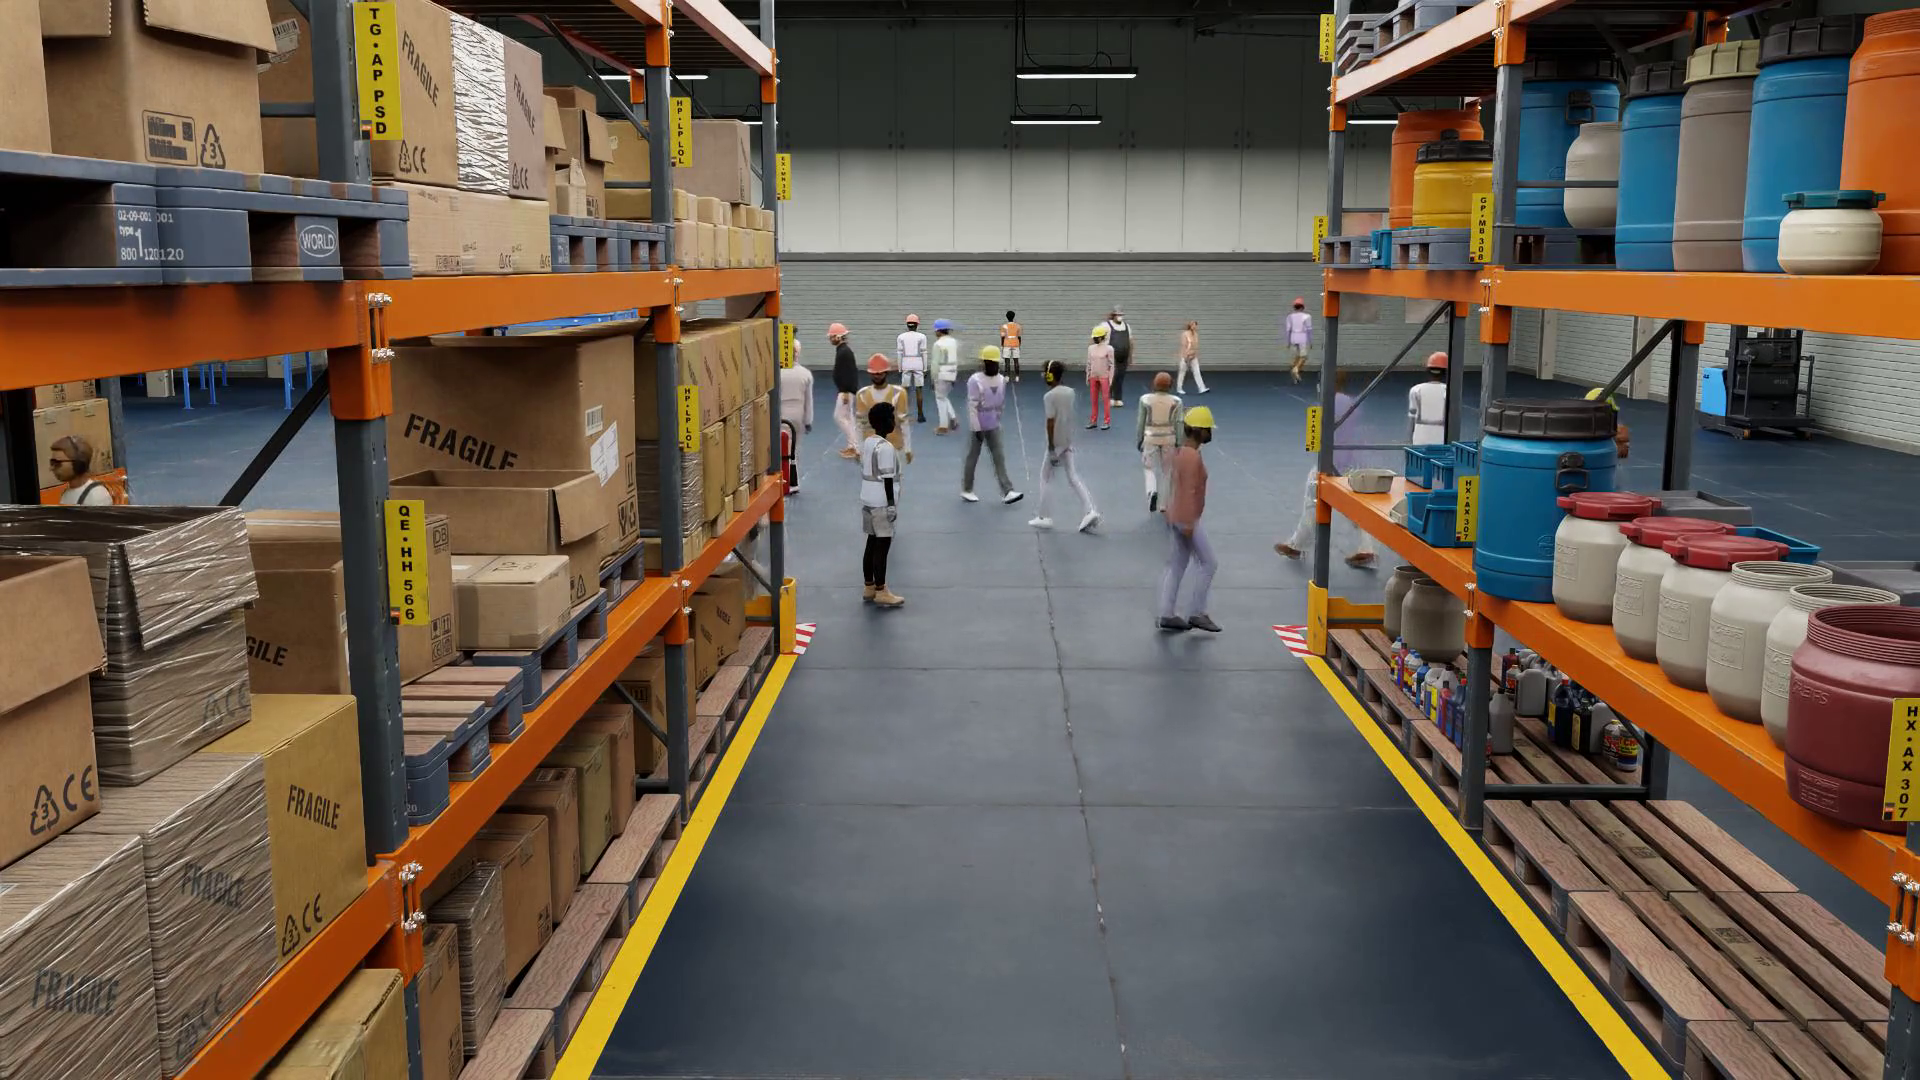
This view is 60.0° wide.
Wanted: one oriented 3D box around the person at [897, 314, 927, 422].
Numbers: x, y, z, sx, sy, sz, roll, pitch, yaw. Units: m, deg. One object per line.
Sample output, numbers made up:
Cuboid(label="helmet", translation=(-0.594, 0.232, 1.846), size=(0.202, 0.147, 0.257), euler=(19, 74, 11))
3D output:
Cuboid(label="person", translation=(-0.847, -3.084, 29.858), size=(0.542, 1.929, 0.368), euler=(1, 10, 8))

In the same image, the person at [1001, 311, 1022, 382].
Cuboid(label="person", translation=(1.219, -4.624, 39.760), size=(0.537, 1.698, 0.320), euler=(-3, 10, -17))

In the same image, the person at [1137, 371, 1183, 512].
Cuboid(label="person", translation=(2.272, -1.103, 18.907), size=(0.523, 1.619, 0.612), euler=(1, 9, 4))

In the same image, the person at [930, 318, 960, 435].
Cuboid(label="person", translation=(-0.283, -2.713, 27.626), size=(0.442, 1.927, 0.631), euler=(6, 11, 33))

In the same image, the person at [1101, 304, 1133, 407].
Cuboid(label="person", translation=(3.133, -3.639, 32.969), size=(0.704, 2.000, 0.561), euler=(-4, 10, -24))

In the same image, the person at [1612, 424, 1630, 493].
Cuboid(label="person", translation=(4.953, -0.092, 12.859), size=(0.459, 1.616, 0.515), euler=(0, 9, 0))

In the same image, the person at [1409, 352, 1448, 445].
Cuboid(label="person", translation=(5.080, -1.054, 17.796), size=(0.549, 1.899, 0.923), euler=(4, 10, 25))

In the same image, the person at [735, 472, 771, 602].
Cuboid(label="person", translation=(-1.631, -0.146, 13.138), size=(0.460, 1.625, 0.533), euler=(-3, 10, -16))

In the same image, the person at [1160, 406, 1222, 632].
Cuboid(label="person", translation=(1.837, -0.155, 12.843), size=(0.615, 1.743, 0.551), euler=(0, 9, 2))

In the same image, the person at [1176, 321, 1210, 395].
Cuboid(label="person", translation=(4.999, -3.925, 35.859), size=(0.538, 1.589, 0.871), euler=(-8, 12, -39))

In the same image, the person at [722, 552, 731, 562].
Cuboid(label="person", translation=(-2.390, -0.559, 14.923), size=(0.676, 1.852, 0.976), euler=(2, 10, 13))

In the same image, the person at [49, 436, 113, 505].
Cuboid(label="person", translation=(-5.331, 0.258, 10.193), size=(0.528, 1.813, 0.883), euler=(6, 11, 31))

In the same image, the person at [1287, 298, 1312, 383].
Cuboid(label="person", translation=(8.005, -4.718, 39.358), size=(0.626, 2.023, 0.585), euler=(7, 12, 36))

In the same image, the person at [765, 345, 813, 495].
Cuboid(label="person", translation=(-2.154, -1.504, 20.618), size=(0.650, 1.863, 0.989), euler=(-5, 11, -28))

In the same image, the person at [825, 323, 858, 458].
Cuboid(label="person", translation=(-1.719, -2.197, 24.466), size=(0.522, 1.961, 0.635), euler=(-1, 10, -6))

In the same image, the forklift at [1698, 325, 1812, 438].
Cuboid(label="forklift", translation=(13.248, -3.165, 27.620), size=(1.129, 2.768, 1.873), euler=(0, 9, 1))

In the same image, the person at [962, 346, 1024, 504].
Cuboid(label="person", translation=(0.348, -1.358, 19.682), size=(0.607, 1.866, 1.013), euler=(-7, 12, -36))

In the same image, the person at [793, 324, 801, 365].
Cuboid(label="person", translation=(-3.106, -2.919, 29.312), size=(0.661, 1.787, 0.980), euler=(-5, 11, -26))

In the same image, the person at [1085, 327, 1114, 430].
Cuboid(label="person", translation=(2.388, -2.779, 28.544), size=(0.533, 1.758, 0.333), euler=(7, 12, 36))

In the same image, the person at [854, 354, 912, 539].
Cuboid(label="person", translation=(-0.818, -0.952, 17.119), size=(0.586, 1.910, 0.717), euler=(2, 10, 11))

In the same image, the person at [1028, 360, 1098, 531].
Cuboid(label="person", translation=(1.113, -1.013, 17.788), size=(0.522, 1.832, 0.932), euler=(-9, 13, -42))

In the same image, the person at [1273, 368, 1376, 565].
Cuboid(label="person", translation=(3.525, -0.709, 15.778), size=(1.055, 1.883, 0.650), euler=(9, 13, 42))

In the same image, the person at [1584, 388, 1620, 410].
Cuboid(label="person", translation=(5.302, -0.354, 13.867), size=(0.688, 1.811, 0.600), euler=(1, 10, 8))

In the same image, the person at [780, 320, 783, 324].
Cuboid(label="person", translation=(-4.002, -3.922, 35.675), size=(0.552, 1.660, 0.779), euler=(-2, 10, -14))

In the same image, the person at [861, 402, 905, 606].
Cuboid(label="person", translation=(-0.657, -0.307, 13.914), size=(0.316, 1.695, 0.541), euler=(-4, 10, -22))
